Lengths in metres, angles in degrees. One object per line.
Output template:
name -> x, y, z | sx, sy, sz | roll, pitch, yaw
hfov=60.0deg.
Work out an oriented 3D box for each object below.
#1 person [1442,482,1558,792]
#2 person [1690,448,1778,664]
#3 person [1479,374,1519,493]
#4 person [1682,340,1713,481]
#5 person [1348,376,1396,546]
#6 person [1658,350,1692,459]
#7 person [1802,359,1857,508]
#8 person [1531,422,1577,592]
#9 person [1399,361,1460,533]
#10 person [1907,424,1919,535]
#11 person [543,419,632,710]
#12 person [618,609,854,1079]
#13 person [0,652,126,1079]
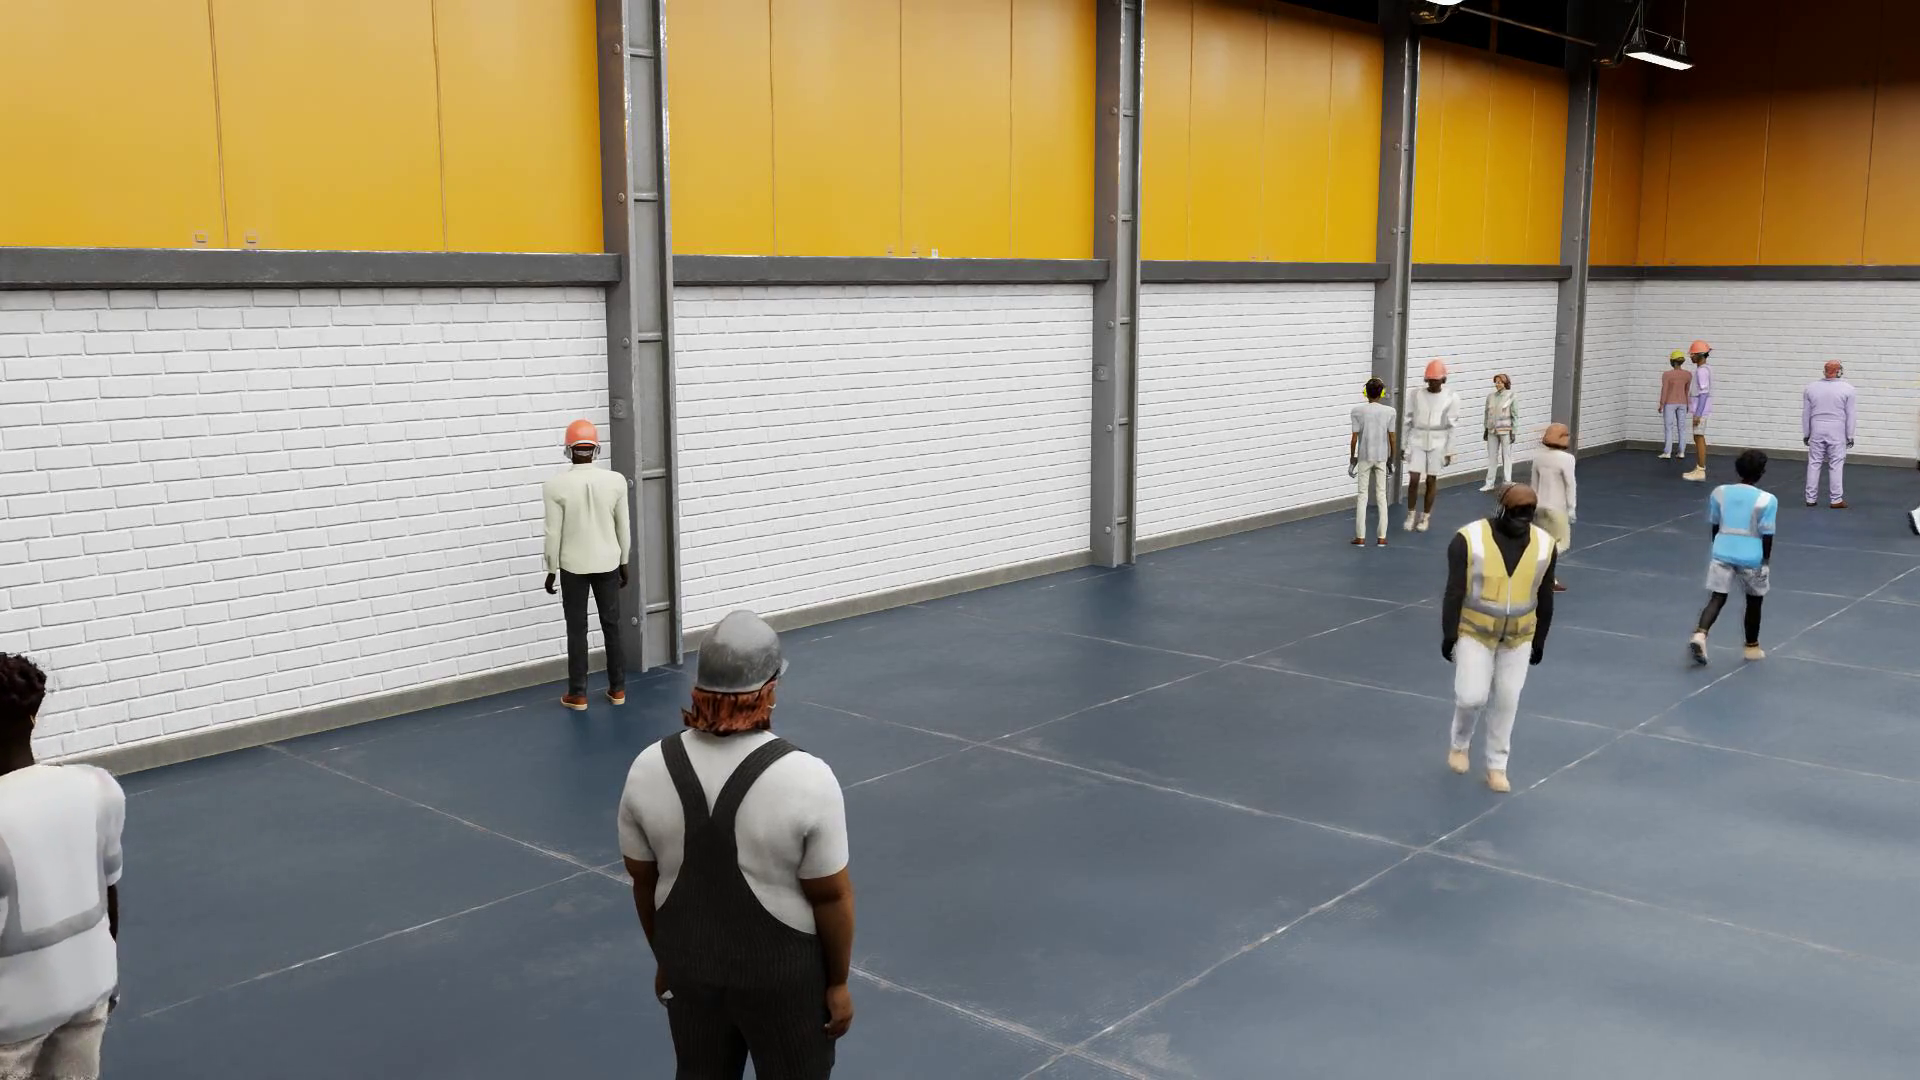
person -> 3.099, 0.555, 9.591 | 0.645, 1.815, 0.481 | 0, 9, 1
person -> 5.913, 0.134, 12.655 | 0.761, 1.673, 0.531 | -8, 12, -41
person -> 7.400, -1.459, 22.772 | 0.314, 1.641, 0.515 | -7, 11, -36
person -> 10.691, -1.874, 24.126 | 0.395, 2.038, 0.614 | 4, 10, 25
person -> 4.527, -0.857, 18.272 | 0.510, 1.872, 0.328 | 1, 9, 4
person -> 11.591, -2.192, 26.986 | 0.534, 1.766, 0.321 | -1, 9, -8
person -> 11.144, -1.360, 21.317 | 0.406, 1.911, 0.636 | -9, 12, -43
person -> 5.475, -0.288, 15.465 | 0.546, 1.618, 0.515 | -4, 10, -22
person -> 5.393, -1.062, 19.165 | 0.660, 1.996, 0.670 | 3, 10, 18
person -> 11.163, -0.983, 18.970 | 0.766, 1.904, 0.596 | -3, 9, -16
person -> -2.560, 0.169, 11.437 | 0.608, 1.996, 0.380 | -5, 10, -29
person -> -0.597, 1.199, 4.829 | 0.683, 2.000, 0.537 | 3, 10, 18
person -> -2.566, 1.272, 4.654 | 0.562, 1.949, 0.609 | 4, 10, 24
